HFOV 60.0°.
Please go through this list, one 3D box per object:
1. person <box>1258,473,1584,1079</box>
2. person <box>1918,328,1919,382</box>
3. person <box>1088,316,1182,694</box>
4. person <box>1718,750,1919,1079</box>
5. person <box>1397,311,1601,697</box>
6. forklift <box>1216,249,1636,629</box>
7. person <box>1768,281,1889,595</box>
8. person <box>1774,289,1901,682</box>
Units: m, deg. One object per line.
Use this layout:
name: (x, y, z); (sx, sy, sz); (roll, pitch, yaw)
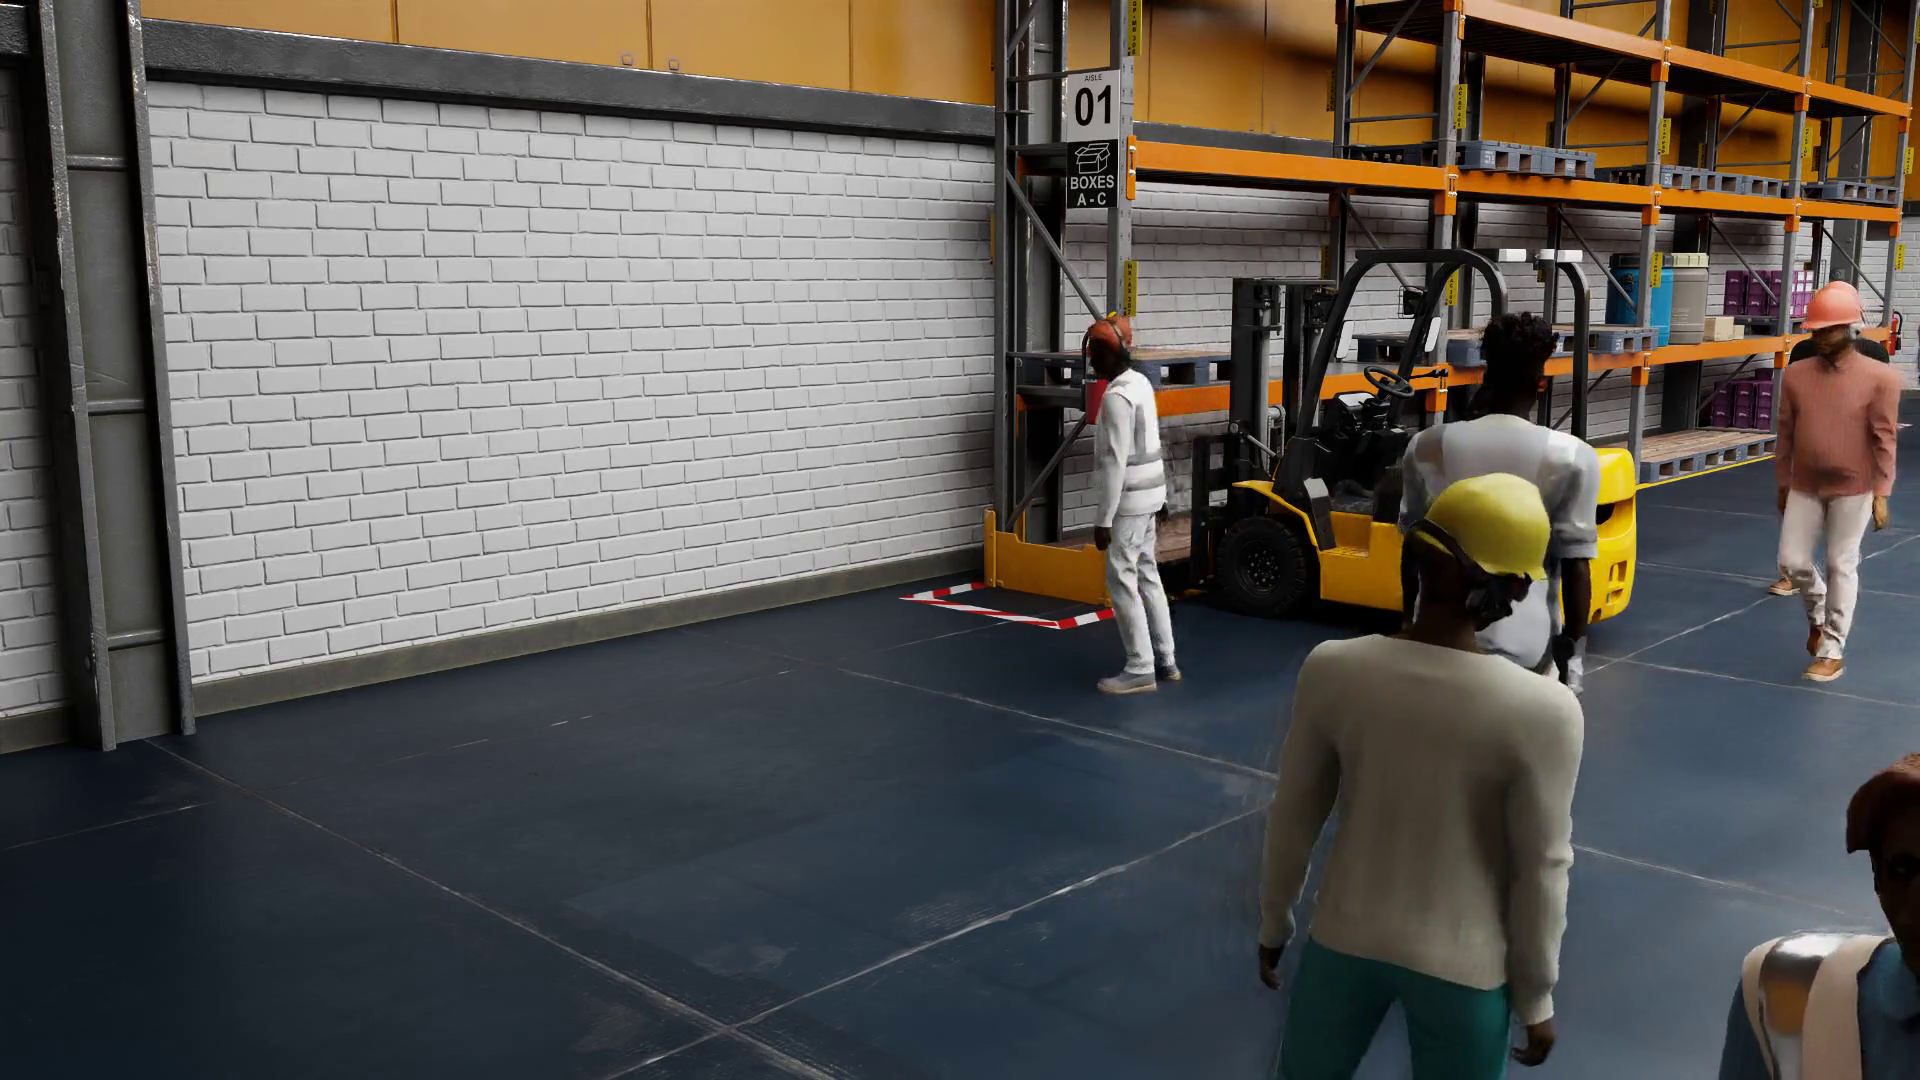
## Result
person: (0.754, 0.738, 2.980); (0.635, 1.728, 0.509); (6, 11, 34)
person: (11.359, -1.953, 19.157); (0.628, 1.826, 0.566); (9, 13, 43)
person: (0.868, -0.169, 8.145); (0.432, 1.847, 0.718); (4, 10, 21)
person: (1.091, 0.981, 1.819); (0.706, 1.614, 0.513); (-6, 11, -31)
person: (1.672, 0.261, 5.208); (0.637, 1.932, 0.792); (5, 11, 29)
forklift: (2.710, -0.584, 9.626); (2.313, 2.155, 1.214); (9, 13, 43)
person: (5.418, -0.608, 10.381); (0.387, 1.992, 0.626); (-7, 12, -39)
person: (4.438, -0.276, 8.436); (0.535, 1.974, 0.636); (-7, 12, -38)
